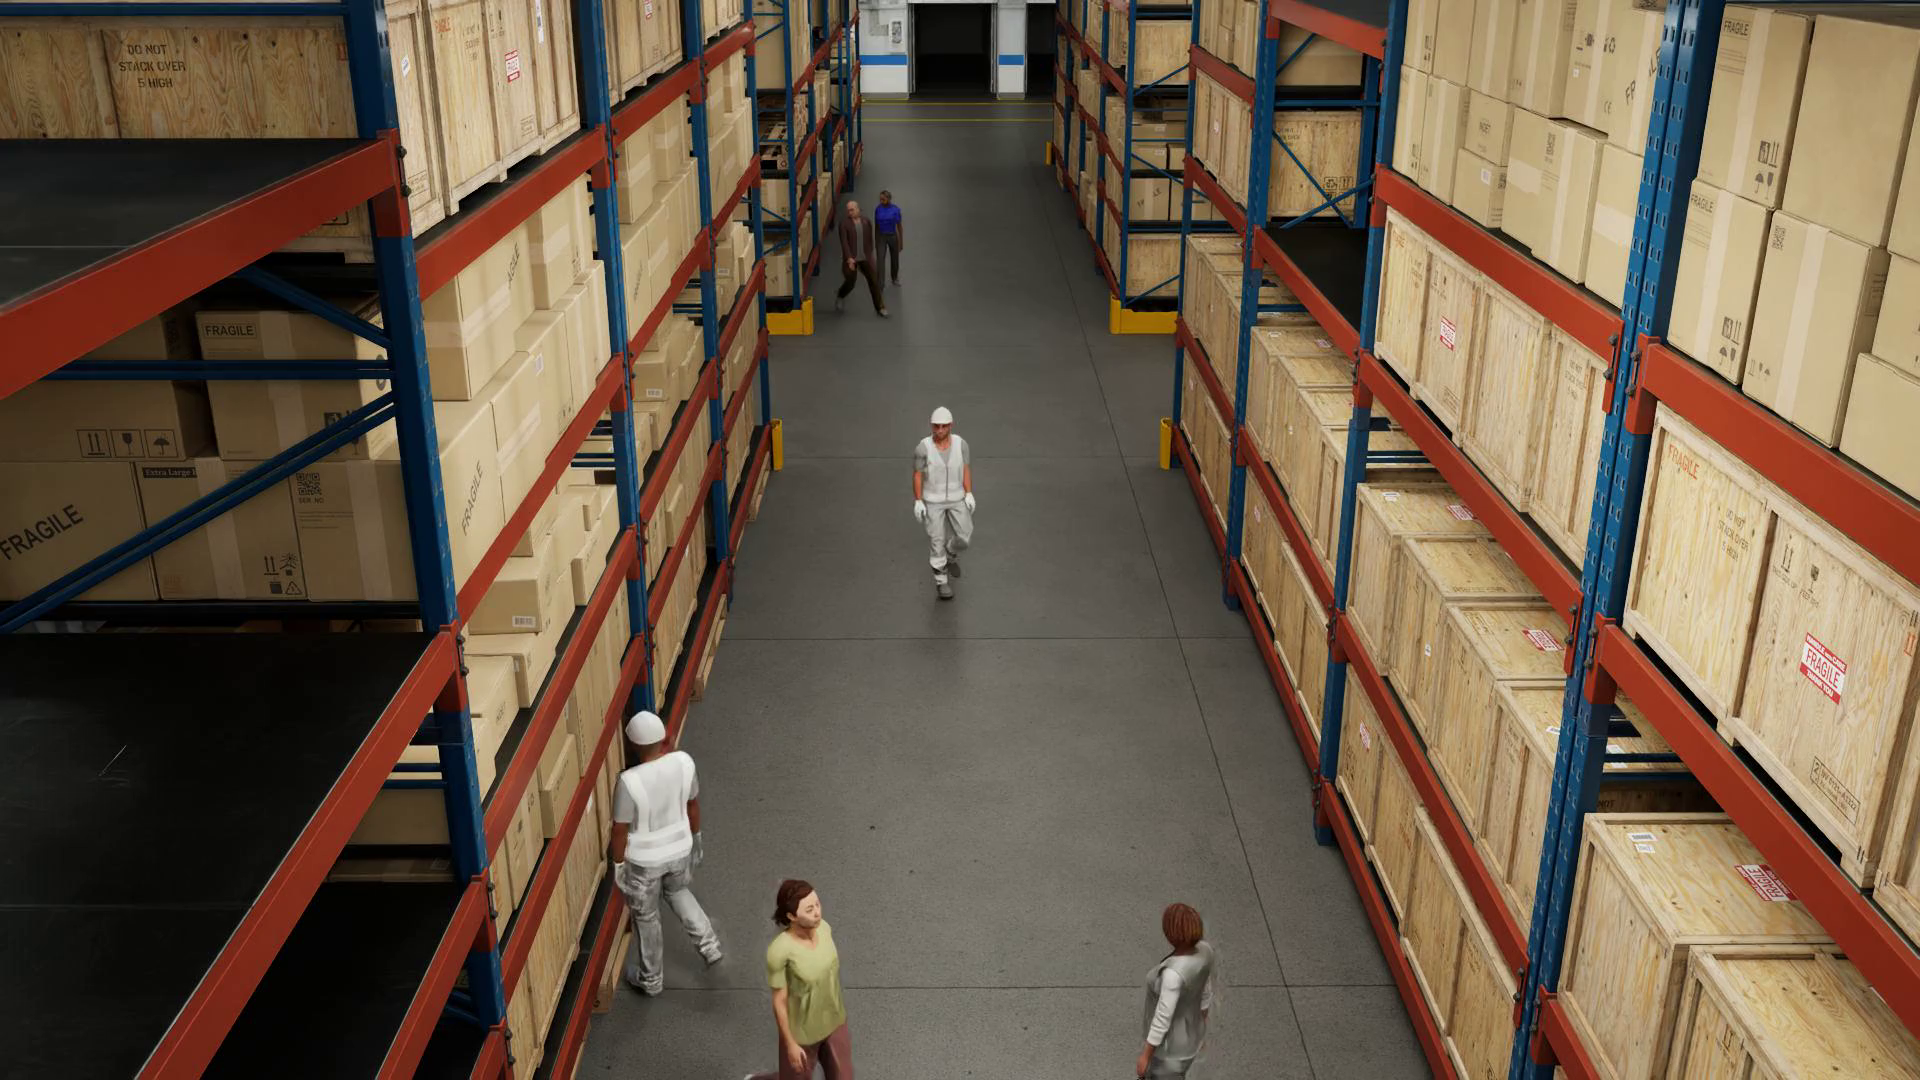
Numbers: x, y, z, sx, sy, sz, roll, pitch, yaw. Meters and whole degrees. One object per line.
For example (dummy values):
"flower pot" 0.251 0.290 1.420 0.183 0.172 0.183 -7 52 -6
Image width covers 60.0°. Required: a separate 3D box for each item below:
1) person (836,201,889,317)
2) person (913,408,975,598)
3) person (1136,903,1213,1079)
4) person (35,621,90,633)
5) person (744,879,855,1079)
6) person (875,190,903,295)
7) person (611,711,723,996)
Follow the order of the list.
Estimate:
"person" -1.527 -4.331 25.532 0.660 1.741 0.870 -8 23 -19
"person" -0.149 -0.368 15.354 0.600 1.788 0.513 -6 22 -14
"person" 1.096 2.525 8.332 0.817 1.575 0.430 11 24 26
"person" -7.876 0.105 14.240 0.550 1.800 0.527 -10 24 -25
"person" -0.798 2.434 8.440 0.433 1.624 0.806 -19 28 -39
"person" -1.157 -4.884 27.083 0.479 1.644 0.885 2 22 6
"person" -1.734 1.859 9.766 0.586 1.779 0.569 -20 29 -41
